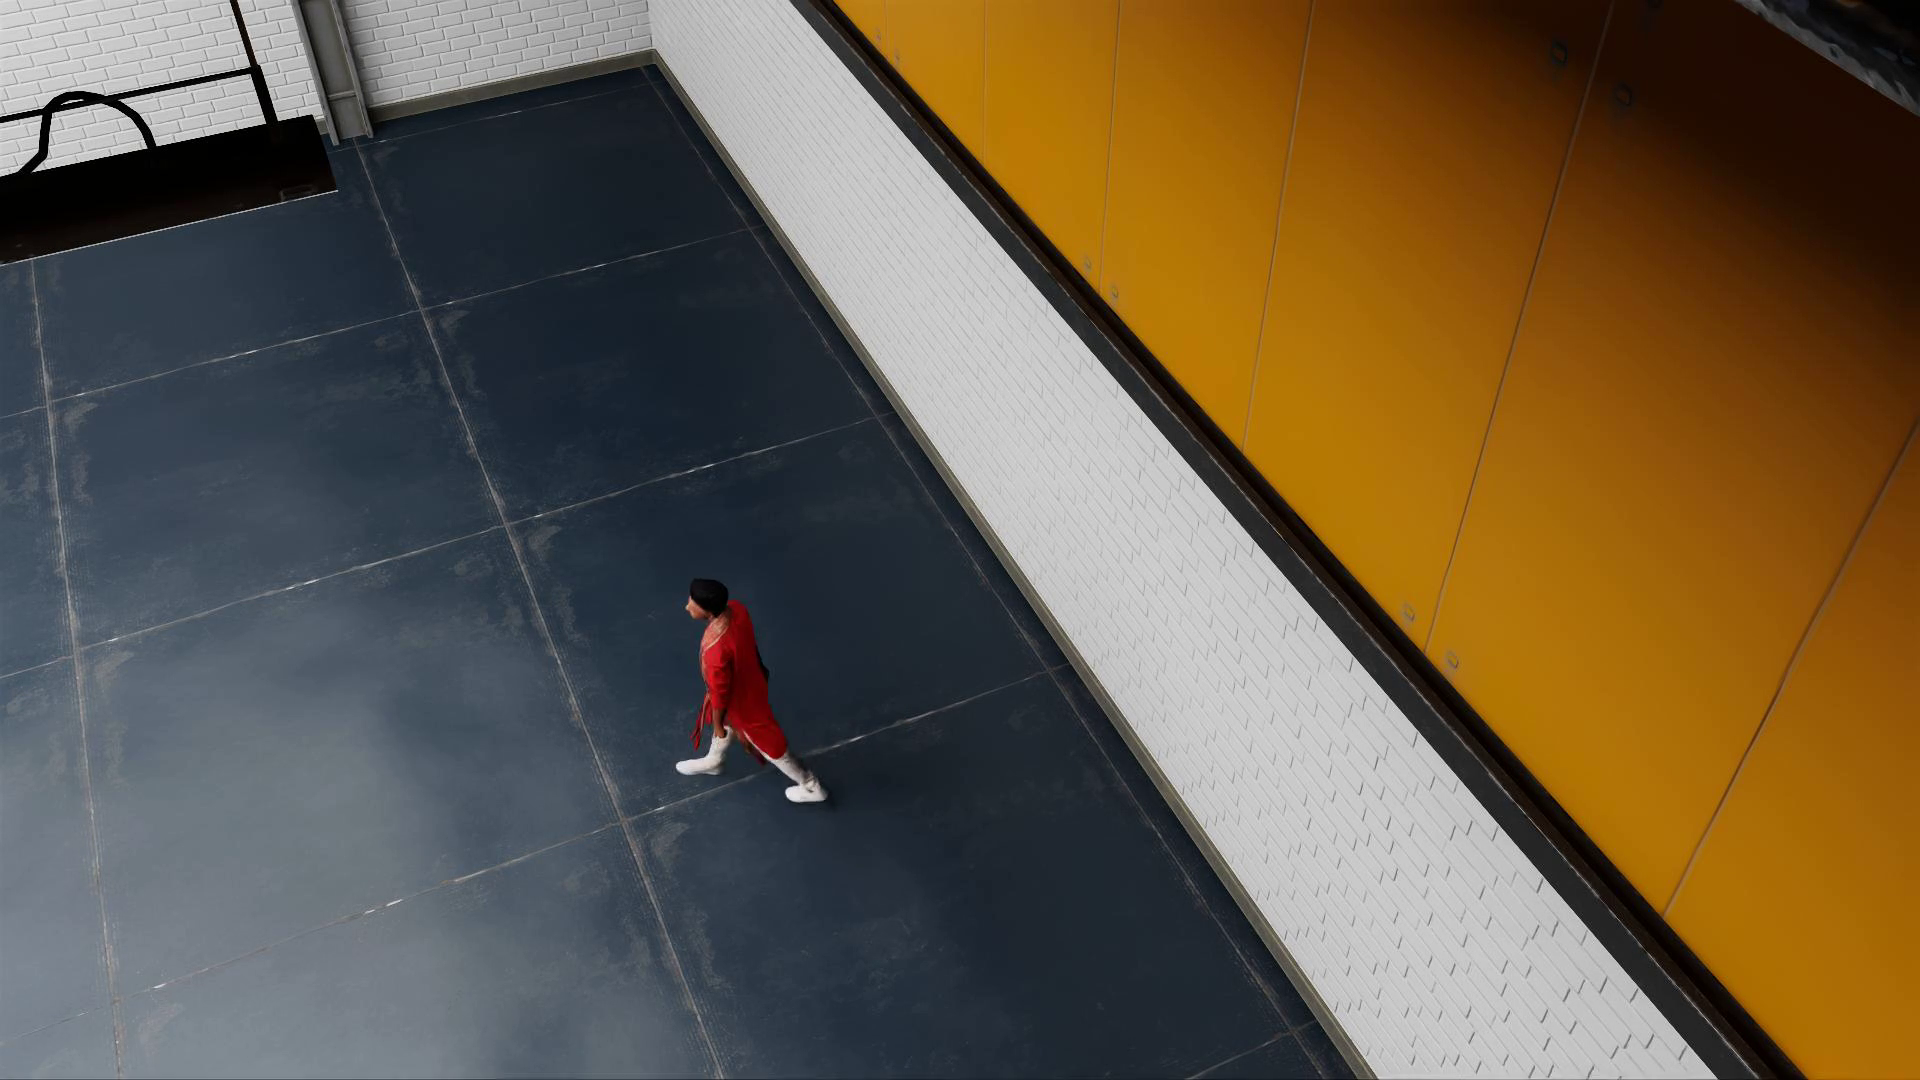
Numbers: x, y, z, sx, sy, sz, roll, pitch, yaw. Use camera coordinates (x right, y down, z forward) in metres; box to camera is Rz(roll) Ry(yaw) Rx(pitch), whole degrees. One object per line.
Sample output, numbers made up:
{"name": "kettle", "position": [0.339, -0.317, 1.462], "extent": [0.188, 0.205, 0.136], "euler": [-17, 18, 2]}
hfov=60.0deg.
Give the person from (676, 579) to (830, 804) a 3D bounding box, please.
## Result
{"name": "person", "position": [-1.194, 0.928, 9.955], "extent": [1.341, 1.831, 1.110], "euler": [6, 44, 7]}
